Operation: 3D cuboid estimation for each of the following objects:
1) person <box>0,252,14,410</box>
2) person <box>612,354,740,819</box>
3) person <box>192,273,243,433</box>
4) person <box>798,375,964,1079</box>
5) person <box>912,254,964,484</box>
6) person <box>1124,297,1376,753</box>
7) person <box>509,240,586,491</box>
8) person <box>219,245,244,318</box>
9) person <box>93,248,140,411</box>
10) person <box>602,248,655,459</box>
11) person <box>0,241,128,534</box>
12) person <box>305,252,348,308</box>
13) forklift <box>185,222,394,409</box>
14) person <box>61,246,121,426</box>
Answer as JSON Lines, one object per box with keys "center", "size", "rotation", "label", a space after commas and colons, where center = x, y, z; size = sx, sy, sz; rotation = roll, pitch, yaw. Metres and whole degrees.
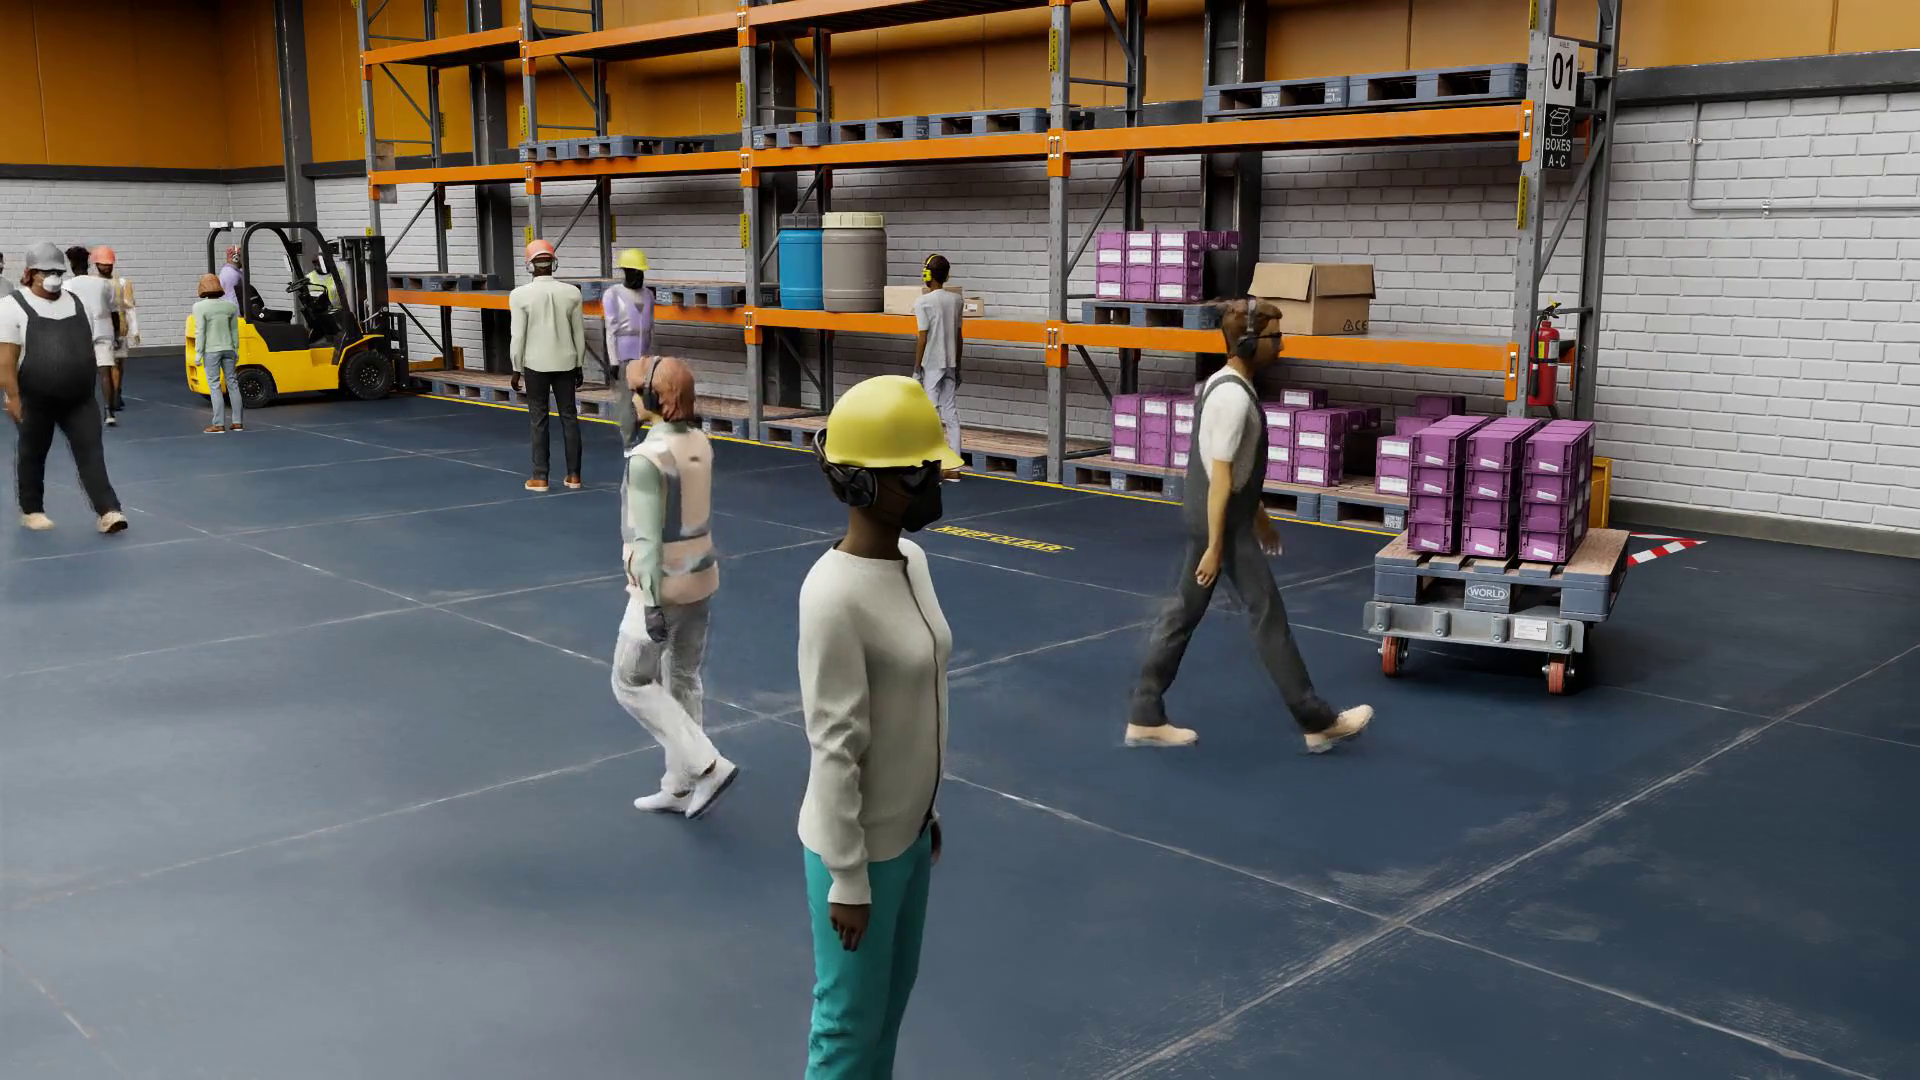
{"center": [-11.115, -2.408, 19.177], "size": [0.536, 1.855, 0.553], "rotation": [5, 12, 26], "label": "person"}
{"center": [-0.974, 0.179, 5.700], "size": [0.411, 1.628, 0.519], "rotation": [4, 11, 20], "label": "person"}
{"center": [-7.636, -1.914, 17.092], "size": [0.281, 1.631, 0.507], "rotation": [6, 12, 29], "label": "person"}
{"center": [-0.141, 0.568, 3.196], "size": [0.310, 1.768, 0.533], "rotation": [3, 11, 14], "label": "person"}
{"center": [-0.194, -1.386, 13.565], "size": [0.518, 1.873, 0.328], "rotation": [-9, 14, -41], "label": "person"}
{"center": [1.117, -0.038, 6.459], "size": [0.999, 1.780, 0.513], "rotation": [0, 10, -2], "label": "person"}
{"center": [-3.277, -1.379, 13.216], "size": [0.611, 1.985, 0.393], "rotation": [-7, 12, -33], "label": "person"}
{"center": [-9.113, -2.767, 21.027], "size": [0.399, 1.900, 0.645], "rotation": [-5, 11, -24], "label": "person"}
{"center": [-9.932, -2.466, 19.446], "size": [0.563, 1.886, 1.018], "rotation": [-7, 13, -35], "label": "person"}
{"center": [-2.951, -1.664, 14.990], "size": [0.441, 1.909, 0.593], "rotation": [8, 13, 38], "label": "person"}
{"center": [-6.131, -1.047, 11.251], "size": [1.029, 2.000, 0.701], "rotation": [8, 13, 37], "label": "person"}
{"center": [-8.781, -3.113, 23.229], "size": [0.667, 1.793, 0.964], "rotation": [1, 10, 6], "label": "person"}
{"center": [-8.169, -2.758, 20.163], "size": [2.313, 2.155, 1.214], "rotation": [-10, 14, -44], "label": "forklift"}
{"center": [-9.313, -2.180, 17.809], "size": [0.611, 1.915, 1.023], "rotation": [-6, 12, -31], "label": "person"}
